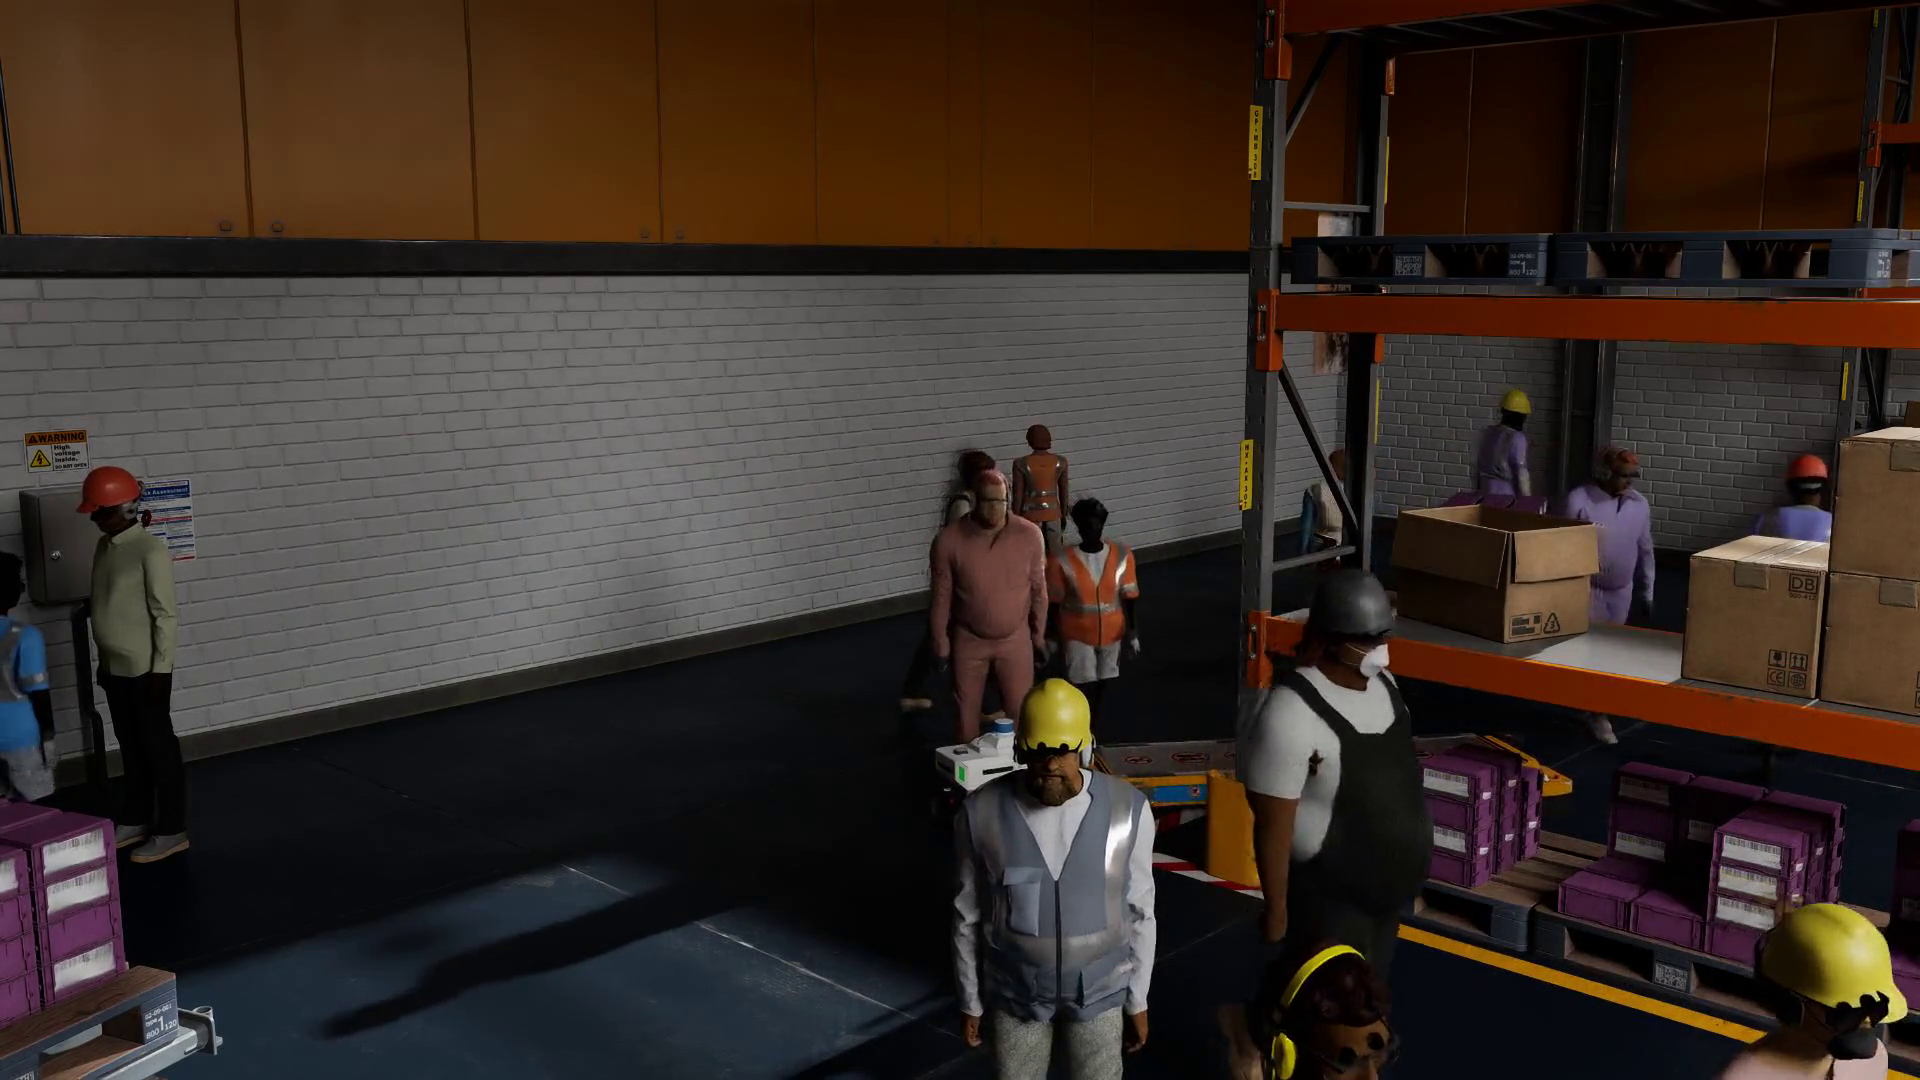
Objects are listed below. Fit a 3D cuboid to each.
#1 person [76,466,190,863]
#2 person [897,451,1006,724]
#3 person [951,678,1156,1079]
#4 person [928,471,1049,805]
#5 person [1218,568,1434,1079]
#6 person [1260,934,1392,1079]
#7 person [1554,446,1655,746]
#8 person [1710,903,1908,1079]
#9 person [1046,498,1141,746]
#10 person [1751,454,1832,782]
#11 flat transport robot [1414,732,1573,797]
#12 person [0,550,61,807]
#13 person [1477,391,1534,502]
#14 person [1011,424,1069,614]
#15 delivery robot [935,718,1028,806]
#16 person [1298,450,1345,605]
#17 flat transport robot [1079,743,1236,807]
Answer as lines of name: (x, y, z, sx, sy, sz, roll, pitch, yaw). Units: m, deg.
person: (-4.146, 0.614, 8.318, 0.610, 1.986, 0.392, 6, 11, 34)
person: (-0.043, 0.306, 10.850, 0.806, 1.800, 0.577, 0, 9, -3)
person: (0.265, 1.277, 4.766, 0.585, 1.824, 0.405, 0, 9, 1)
person: (0.164, 0.558, 9.033, 0.673, 1.878, 0.632, -1, 9, -8)
person: (1.182, 1.050, 5.472, 0.803, 2.000, 0.691, 9, 13, 43)
person: (0.661, 1.582, 2.895, 0.876, 1.823, 0.484, 9, 13, 43)
person: (4.045, 0.338, 10.405, 0.705, 1.853, 0.759, -3, 10, -18)
person: (1.638, 1.543, 3.309, 0.553, 1.747, 0.409, -5, 10, -26)
person: (0.772, 0.565, 9.649, 0.542, 1.641, 0.882, -2, 10, -14)
person: (4.899, 0.437, 9.761, 0.558, 1.861, 0.980, 7, 12, 36)
flat transport robot: (2.640, 1.292, 9.403, 1.431, 0.197, 0.652, -2, 9, -12)
person: (-4.298, 0.889, 7.514, 0.540, 1.695, 0.317, 3, 10, 16)
person: (4.754, -0.352, 14.533, 0.439, 1.890, 0.596, -3, 10, -16)
person: (0.683, -0.169, 14.180, 0.511, 1.640, 0.308, -3, 10, -15)
delivery robot: (0.232, 1.194, 8.847, 0.707, 0.478, 0.477, -5, 10, -26)
person: (2.797, 0.140, 12.384, 0.530, 1.615, 0.541, -1, 9, -6)
flat transport robot: (1.208, 1.311, 9.286, 1.431, 0.197, 0.652, -1, 9, -8)
